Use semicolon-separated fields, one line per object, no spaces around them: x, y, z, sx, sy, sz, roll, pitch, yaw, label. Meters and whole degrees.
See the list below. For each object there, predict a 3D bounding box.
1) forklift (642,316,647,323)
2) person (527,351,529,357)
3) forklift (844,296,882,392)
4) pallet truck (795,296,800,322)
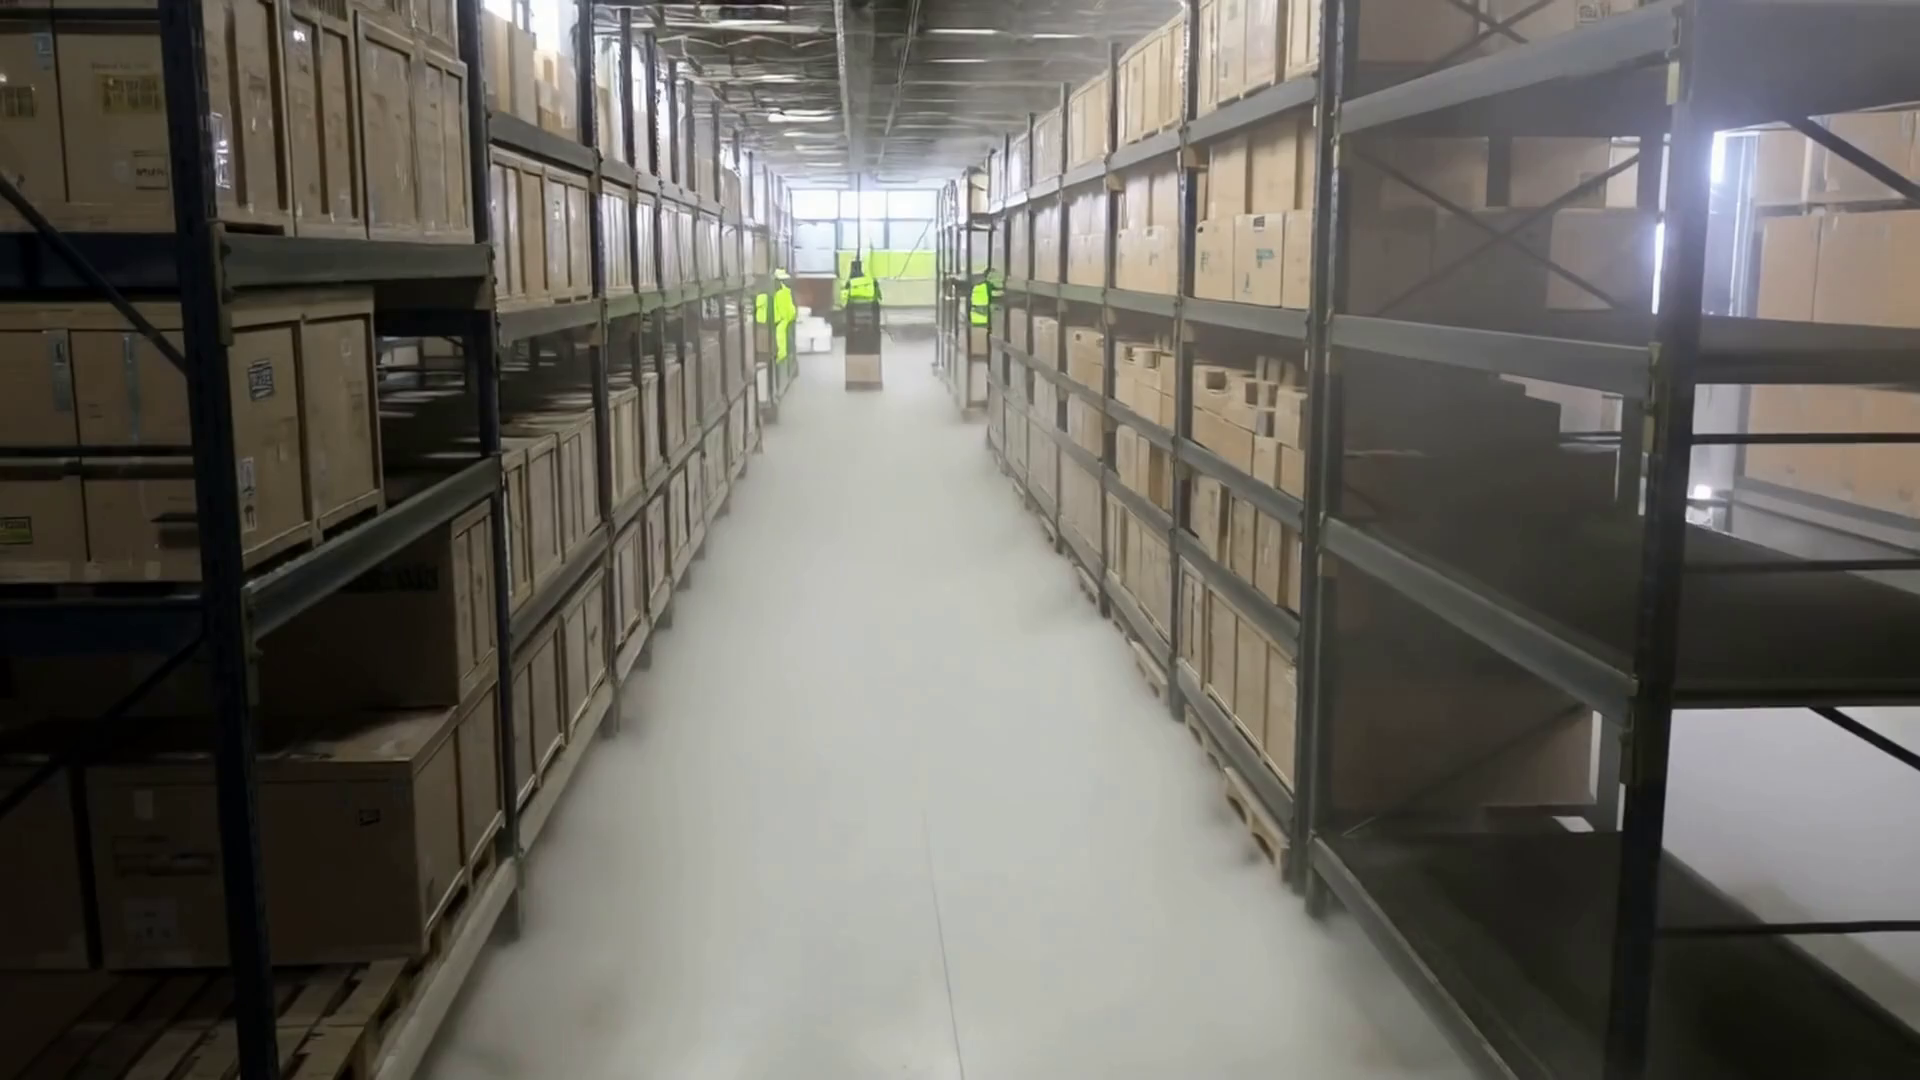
-10.007;-6.100;50.903;1.129;2.768;1.873;-1;10;-3;forklift
-10.469;-4.100;41.555;0.633;2.003;0.896;0;10;-3;person
-2.886;-5.847;49.394;1.129;2.768;1.873;-1;10;-4;forklift
-8.622;-12.439;91.403;1.885;1.965;0.823;2;10;13;pallet truck
